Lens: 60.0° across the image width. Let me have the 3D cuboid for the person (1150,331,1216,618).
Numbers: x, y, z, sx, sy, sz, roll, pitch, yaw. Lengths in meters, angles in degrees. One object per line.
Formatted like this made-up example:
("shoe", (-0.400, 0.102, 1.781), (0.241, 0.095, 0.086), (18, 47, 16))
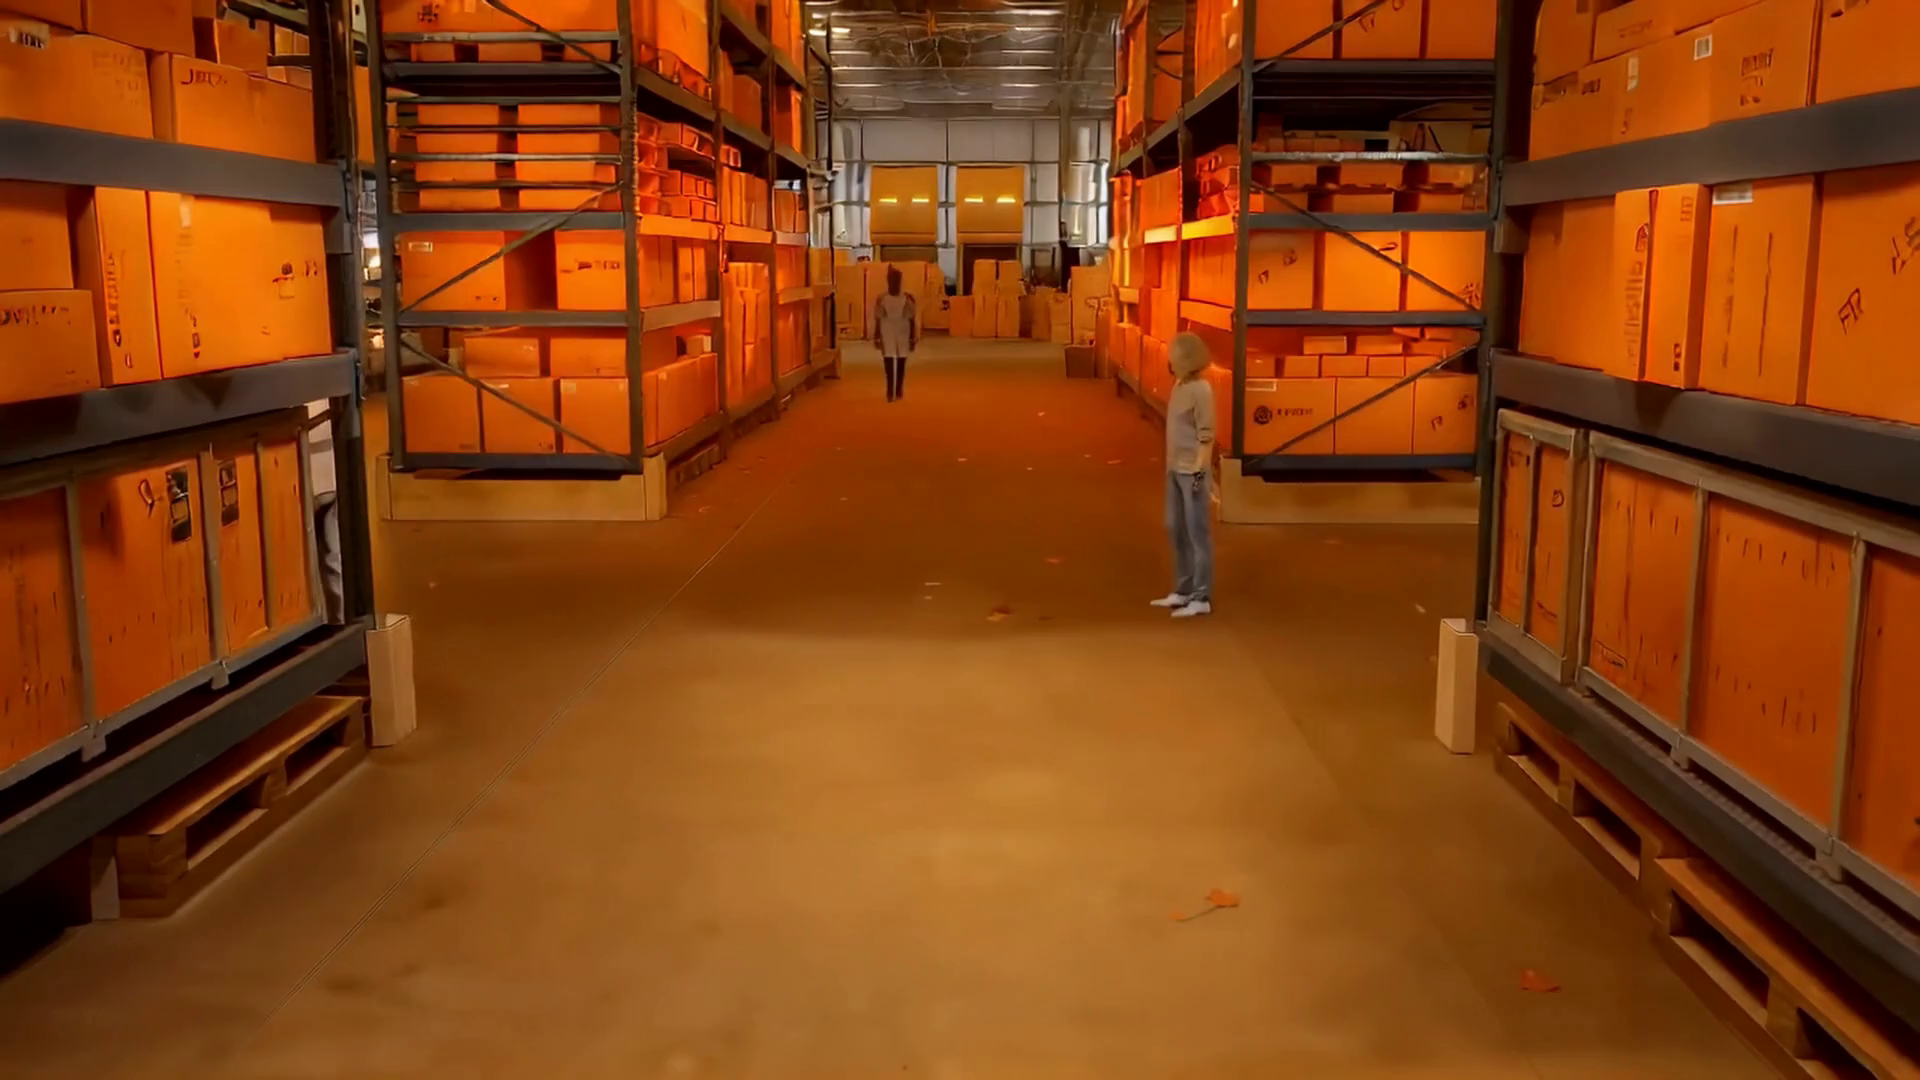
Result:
("person", (1.298, -0.374, 9.531), (0.278, 1.633, 0.498), (-2, 10, -13))

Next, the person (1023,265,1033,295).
("person", (2.333, -8.352, 56.430), (0.517, 1.928, 0.651), (1, 10, 5))

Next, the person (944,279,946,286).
("person", (-0.701, -9.006, 60.952), (0.502, 1.725, 0.466), (-6, 11, -30))

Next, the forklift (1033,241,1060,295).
("forklift", (3.181, -9.726, 61.820), (1.129, 2.768, 1.873), (0, 9, 1))

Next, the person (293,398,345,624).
("person", (-3.102, -0.197, 7.851), (0.396, 1.840, 0.564), (4, 10, 25))

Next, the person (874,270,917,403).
("person", (-0.940, -2.965, 24.226), (0.619, 1.918, 0.988), (0, 9, -2))

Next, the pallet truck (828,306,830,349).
("pallet truck", (-3.100, -3.940, 29.800), (1.885, 1.965, 0.823), (3, 10, 19))
